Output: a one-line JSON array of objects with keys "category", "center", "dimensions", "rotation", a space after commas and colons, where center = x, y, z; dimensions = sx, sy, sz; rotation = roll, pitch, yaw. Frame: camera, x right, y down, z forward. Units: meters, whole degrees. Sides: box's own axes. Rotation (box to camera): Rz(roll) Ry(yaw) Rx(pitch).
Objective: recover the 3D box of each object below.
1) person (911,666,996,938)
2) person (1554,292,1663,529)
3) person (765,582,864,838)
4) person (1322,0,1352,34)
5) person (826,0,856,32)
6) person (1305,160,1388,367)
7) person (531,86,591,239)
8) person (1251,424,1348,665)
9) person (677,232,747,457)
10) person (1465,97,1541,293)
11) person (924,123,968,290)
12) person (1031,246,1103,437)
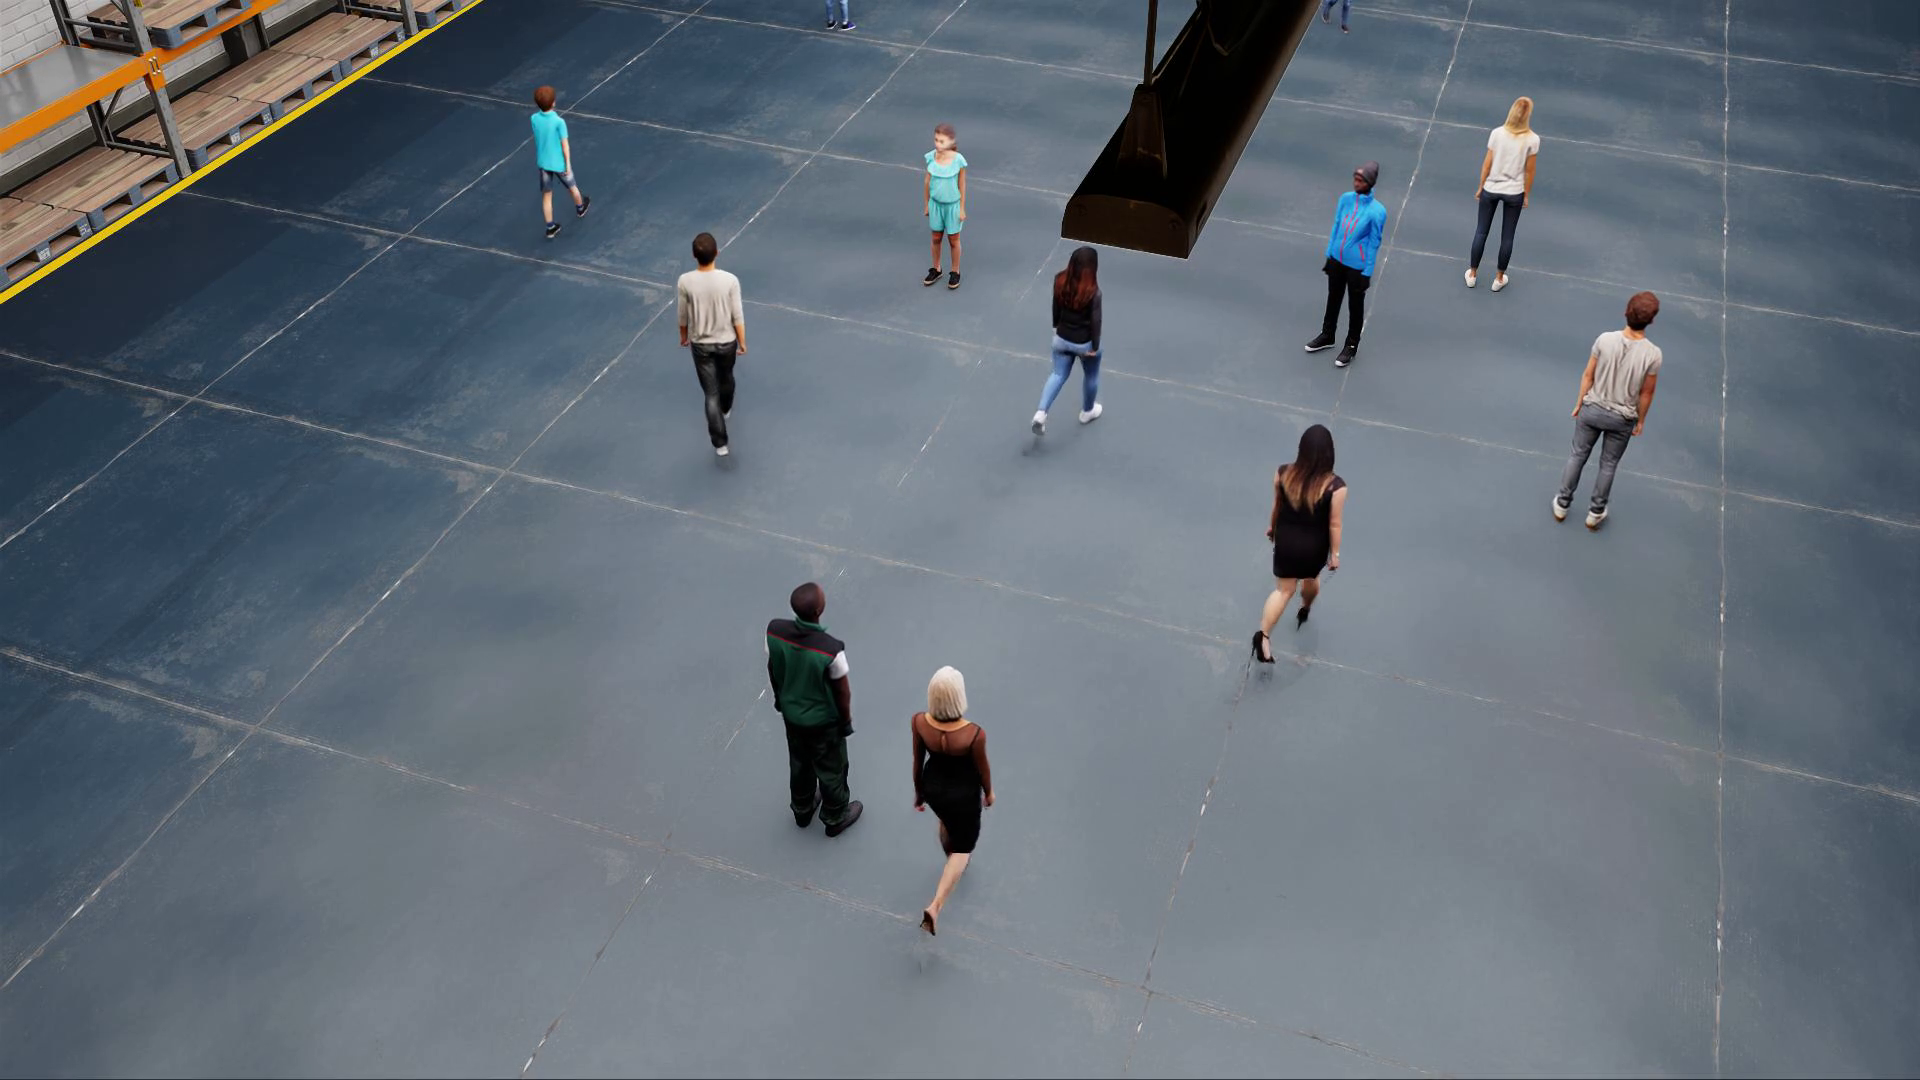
[{"category": "person", "center": [-0.069, 1.453, 9.138], "dimensions": [0.652, 1.723, 1.007], "rotation": [16, 41, 19]}, {"category": "person", "center": [4.671, -0.924, 11.976], "dimensions": [0.672, 1.895, 0.586], "rotation": [18, 42, 21]}, {"category": "person", "center": [-0.850, 0.983, 9.632], "dimensions": [0.714, 1.838, 0.643], "rotation": [18, 42, 21]}, {"category": "person", "center": [4.528, -6.644, 19.782], "dimensions": [0.716, 1.091, 0.845], "rotation": [-9, 39, -11]}, {"category": "person", "center": [-1.469, -6.673, 19.686], "dimensions": [0.520, 1.256, 0.501], "rotation": [17, 42, 20]}, {"category": "person", "center": [3.256, -2.308, 13.791], "dimensions": [0.695, 1.792, 0.694], "rotation": [-29, 47, -32]}, {"category": "person", "center": [-3.856, -3.526, 15.623], "dimensions": [0.626, 1.410, 0.959], "rotation": [7, 39, 8]}, {"category": "person", "center": [2.212, 0.092, 10.884], "dimensions": [0.771, 1.669, 1.072], "rotation": [21, 43, 24]}, {"category": "person", "center": [-1.892, -1.468, 12.750], "dimensions": [1.024, 1.778, 1.270], "rotation": [-5, 39, -6]}, {"category": "person", "center": [4.804, -3.060, 14.719], "dimensions": [0.610, 1.809, 0.483], "rotation": [14, 41, 16]}, {"category": "person", "center": [-0.125, -2.994, 14.838], "dimensions": [0.536, 1.558, 0.504], "rotation": [13, 40, 15]}, {"category": "person", "center": [0.859, -1.523, 12.954], "dimensions": [0.807, 1.611, 1.076], "rotation": [24, 45, 27]}]
